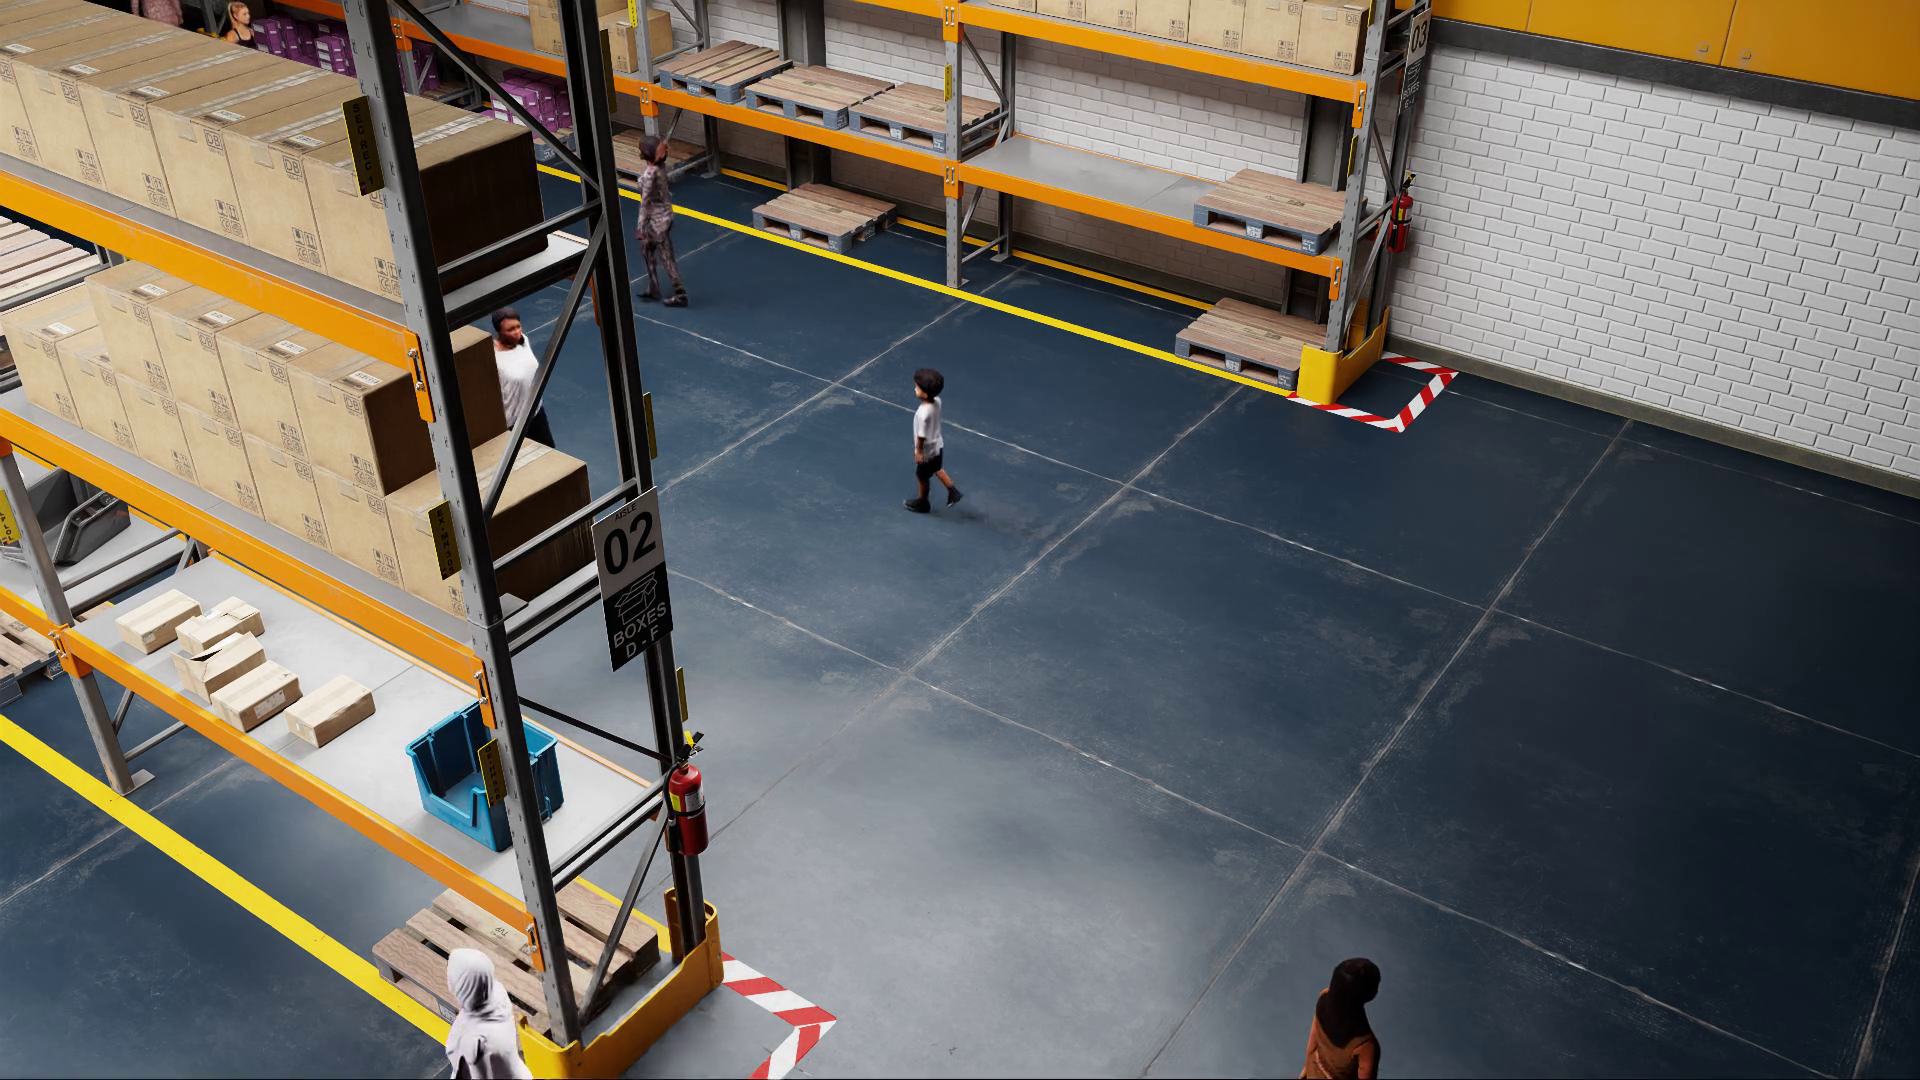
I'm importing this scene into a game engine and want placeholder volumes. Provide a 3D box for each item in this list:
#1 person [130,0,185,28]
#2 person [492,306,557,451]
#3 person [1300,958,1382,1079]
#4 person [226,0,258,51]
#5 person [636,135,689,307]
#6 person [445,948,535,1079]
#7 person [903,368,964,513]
[{"bbox_3d":[-10.057,-6.548,20.984,1.193,1.761,0.773,26,42,33],"label":"person"},{"bbox_3d":[-3.431,-1.022,12.765,1.064,1.657,0.670,20,39,28],"label":"person"},{"bbox_3d":[1.606,2.530,7.423,1.068,1.655,1.075,-9,35,-13],"label":"person"},{"bbox_3d":[-8.150,-5.197,18.927,1.246,1.789,0.782,13,36,19],"label":"person"},{"bbox_3d":[-2.748,-2.969,15.657,0.878,1.698,0.770,5,34,8],"label":"person"},{"bbox_3d":[-1.928,2.516,7.386,1.236,1.719,1.050,0,34,-1],"label":"person"},{"bbox_3d":[-0.188,-0.741,12.709,0.736,1.251,0.567,14,36,20],"label":"person"}]
